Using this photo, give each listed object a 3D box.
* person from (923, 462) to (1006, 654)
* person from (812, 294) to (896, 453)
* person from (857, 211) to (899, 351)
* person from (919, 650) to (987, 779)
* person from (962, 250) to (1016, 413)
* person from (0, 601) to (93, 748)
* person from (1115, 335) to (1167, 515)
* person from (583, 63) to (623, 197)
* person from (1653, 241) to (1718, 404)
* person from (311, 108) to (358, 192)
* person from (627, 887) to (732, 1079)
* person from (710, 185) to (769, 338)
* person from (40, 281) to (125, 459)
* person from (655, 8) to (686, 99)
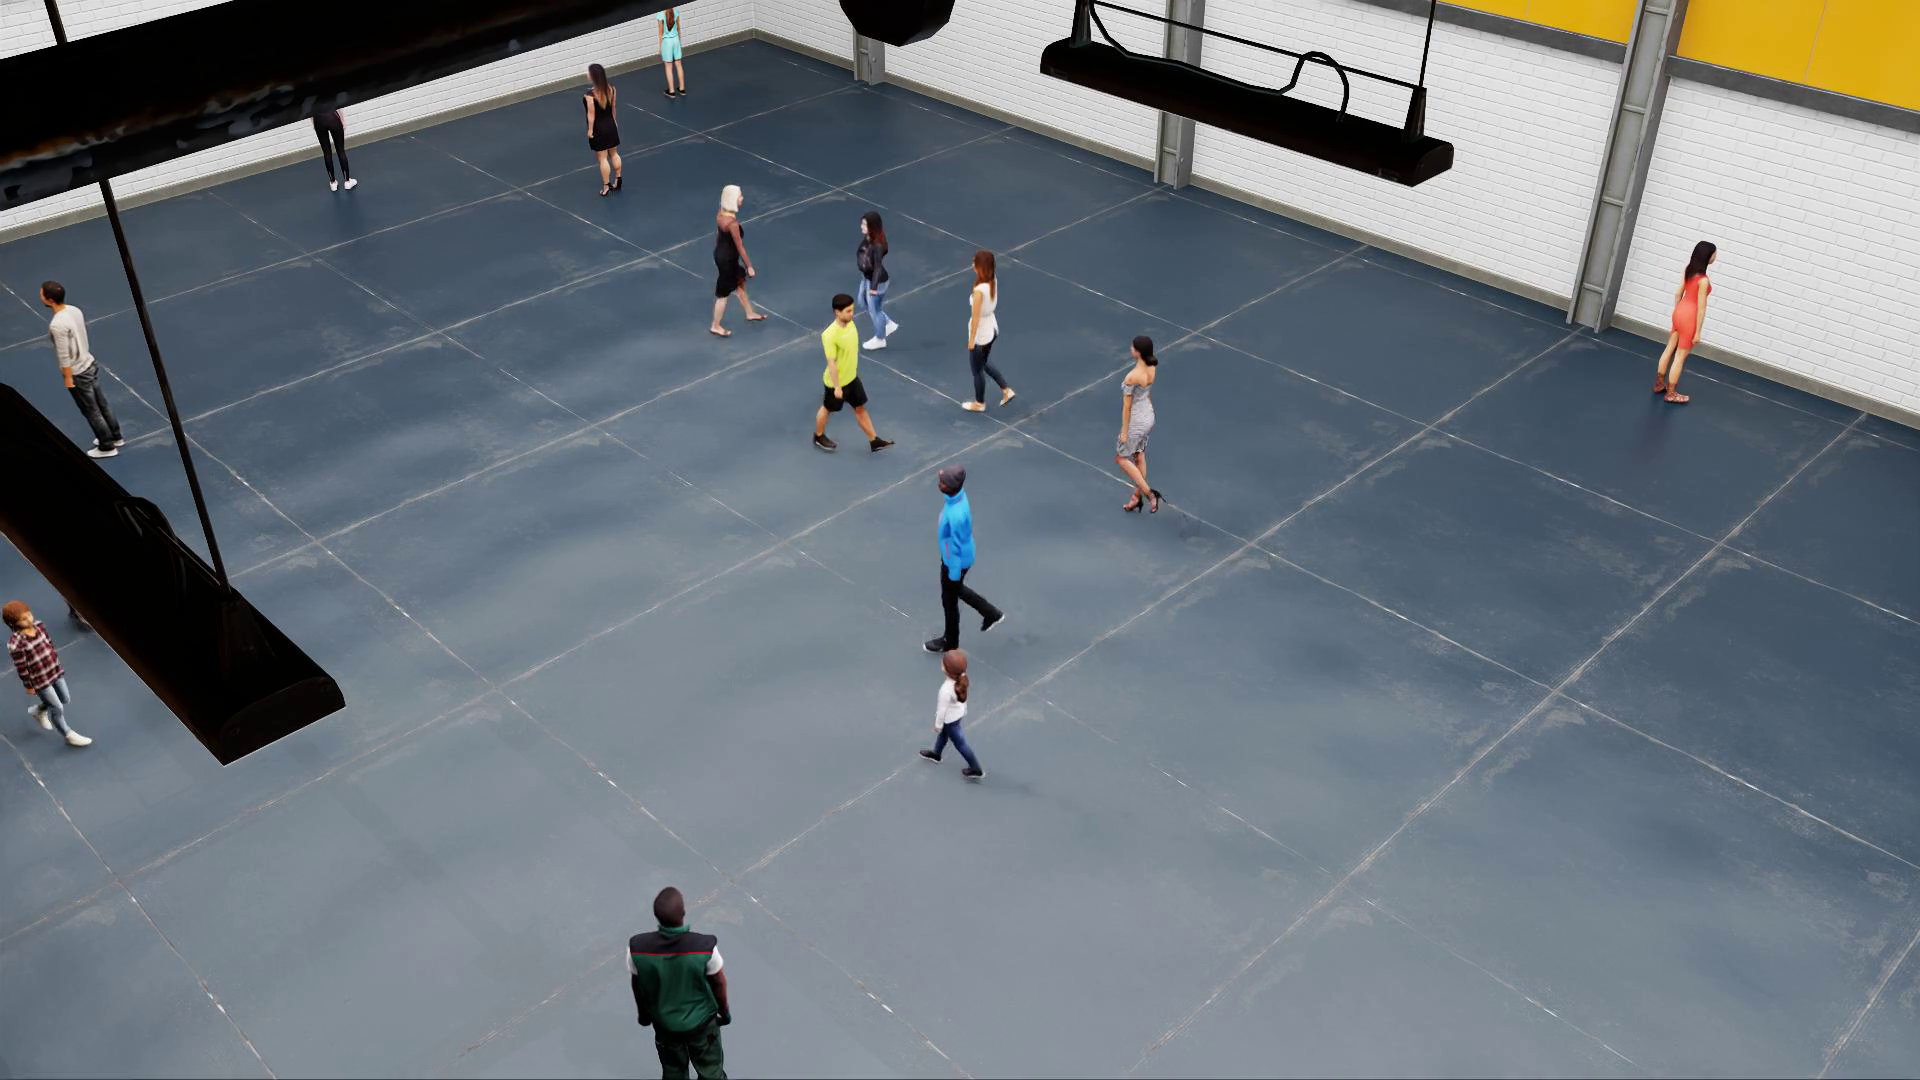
[{"bbox_3d":[0.058,0.154,13.224,1.006,1.782,0.951,0,34,-1],"label":"person"},{"bbox_3d":[-1.213,-1.578,15.940,1.165,1.661,0.868,17,37,23],"label":"person"},{"bbox_3d":[-0.837,-2.771,17.773,0.866,1.618,0.784,-6,34,-8],"label":"person"},{"bbox_3d":[-0.007,1.288,12.145,0.834,1.088,0.628,14,36,20],"label":"person"},{"bbox_3d":[0.308,-2.040,16.532,0.895,1.774,0.777,13,36,19],"label":"person"},{"bbox_3d":[-6.892,0.993,12.403,0.852,1.295,0.741,8,34,11],"label":"person"},{"bbox_3d":[1.673,-0.984,14.908,0.754,1.814,0.648,23,40,31],"label":"person"},{"bbox_3d":[-4.605,-5.305,21.493,0.661,1.720,0.706,20,39,27],"label":"person"},{"bbox_3d":[7.364,-2.220,16.853,0.722,1.719,0.634,-5,34,-8],"label":"person"},{"bbox_3d":[-8.230,-5.416,21.642,0.672,1.740,0.706,-5,34,-7],"label":"person"},{"bbox_3d":[-1.560,2.663,9.398,0.777,1.840,0.837,0,34,0],"label":"person"},{"bbox_3d":[-2.596,-2.988,18.015,0.943,1.711,0.980,-12,36,-18],"label":"person"},{"bbox_3d":[-8.395,-1.636,15.892,0.763,1.809,0.672,-4,34,-6],"label":"person"},{"bbox_3d":[-4.324,-7.409,24.804,0.568,1.558,0.554,-23,40,-31],"label":"person"}]
